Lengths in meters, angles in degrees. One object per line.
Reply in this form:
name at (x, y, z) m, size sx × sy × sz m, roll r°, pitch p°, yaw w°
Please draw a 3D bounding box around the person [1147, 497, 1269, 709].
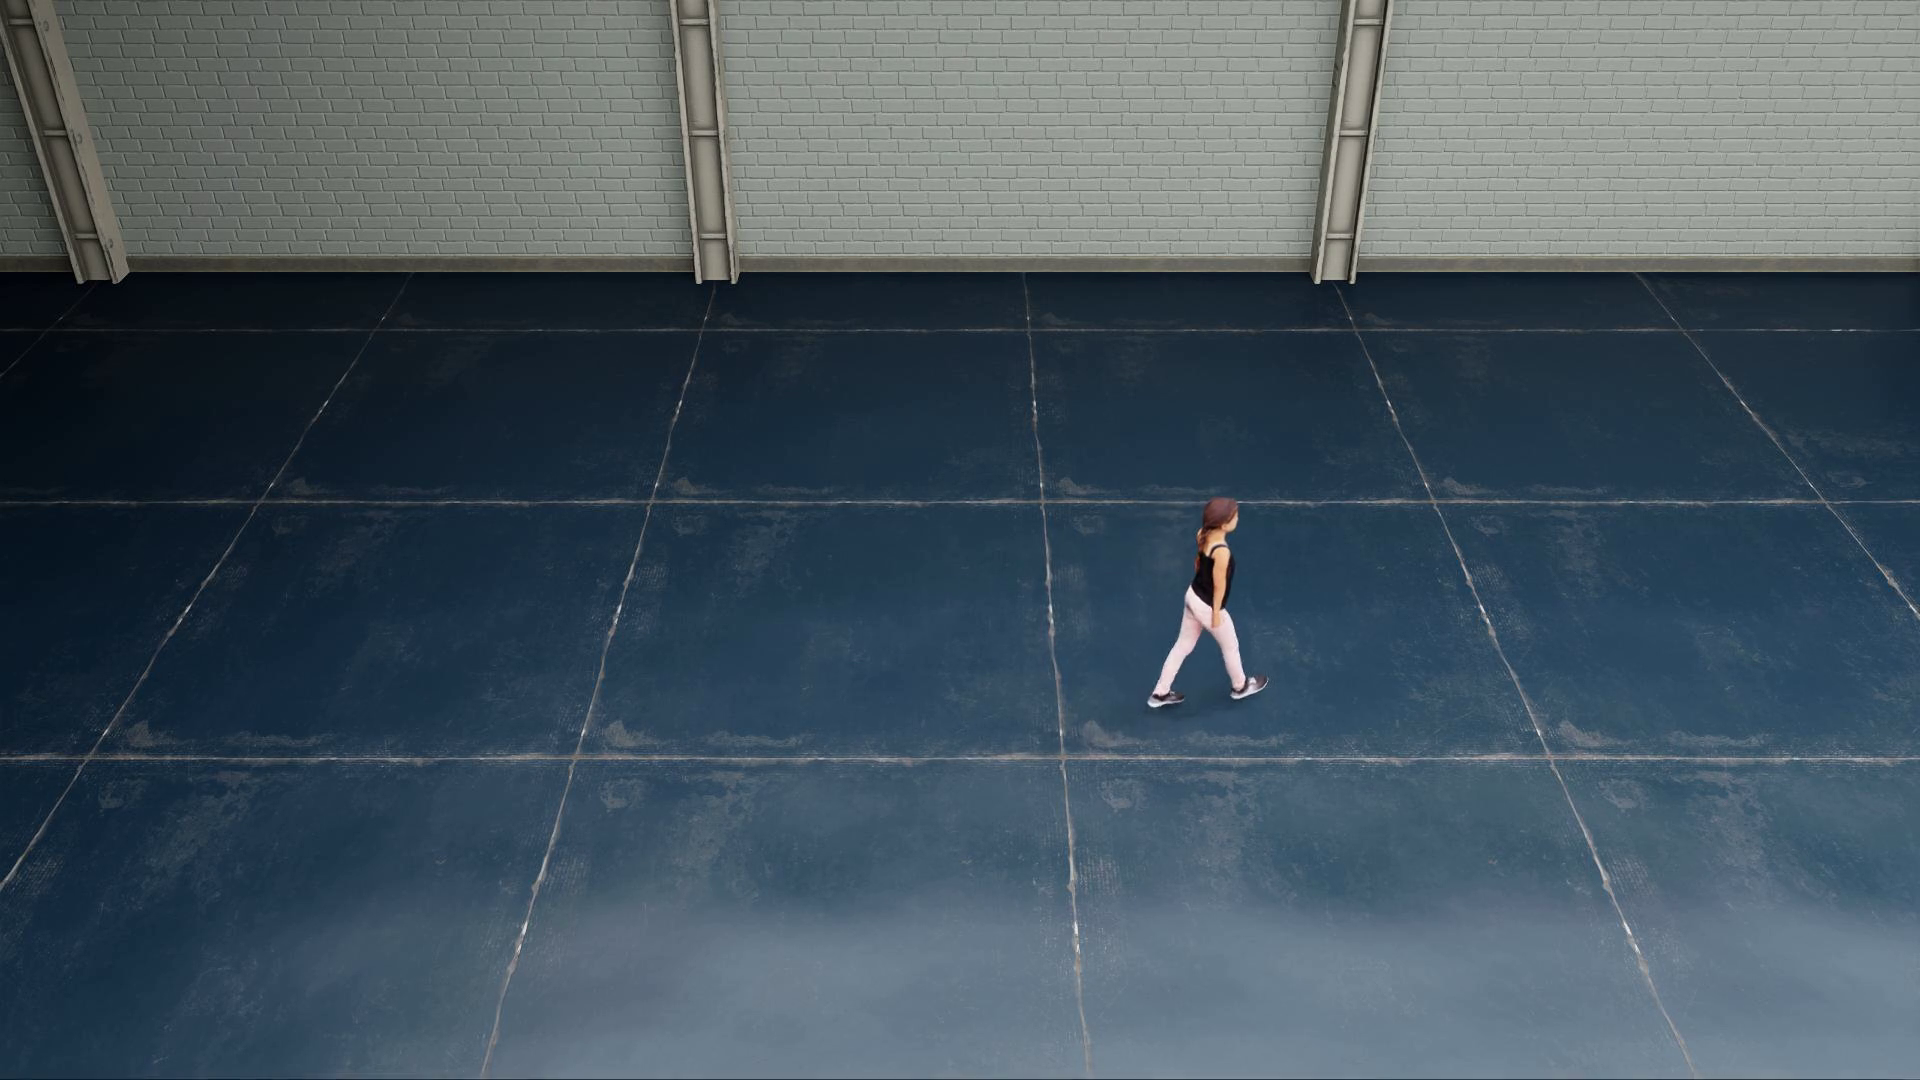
person at (1.460, 0.423, 10.240) m, size 1.091 × 1.523 × 0.794 m, roll -12°, pitch 35°, yaw -18°
